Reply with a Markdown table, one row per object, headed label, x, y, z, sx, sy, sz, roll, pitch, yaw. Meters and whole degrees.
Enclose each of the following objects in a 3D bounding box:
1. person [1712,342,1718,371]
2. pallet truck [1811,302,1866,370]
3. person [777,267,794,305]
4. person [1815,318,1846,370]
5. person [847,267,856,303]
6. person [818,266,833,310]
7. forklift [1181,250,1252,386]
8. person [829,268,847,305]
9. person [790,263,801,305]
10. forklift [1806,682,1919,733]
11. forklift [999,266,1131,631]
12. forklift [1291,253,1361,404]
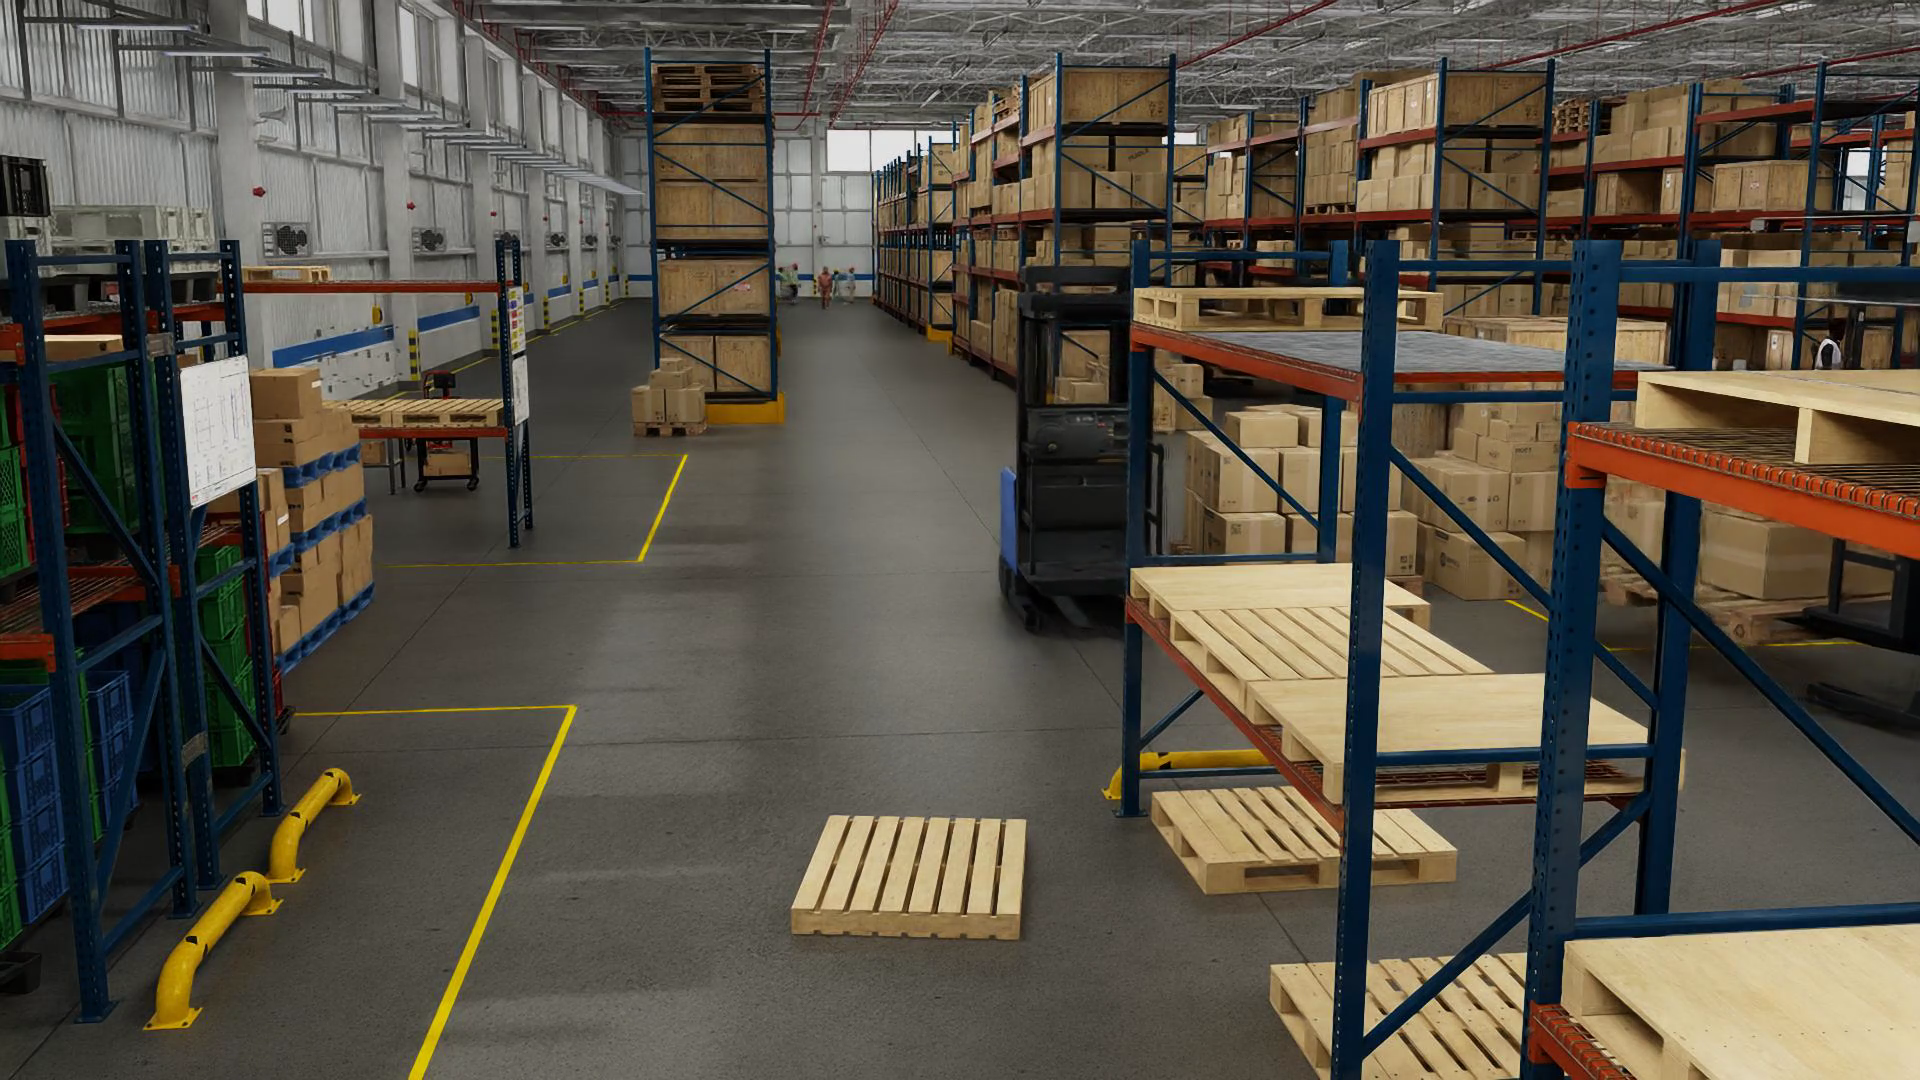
| label | x | y | z | sx | sy | sz | roll | pitch | yaw |
| --- | --- | --- | --- | --- | --- | --- | --- | --- | --- |
| person | 10.574 | -2.048 | 23.719 | 0.515 | 1.641 | 0.309 | -5 | 11 | -25 |
| pallet truck | 15.846 | -3.142 | 28.793 | 1.885 | 1.965 | 0.823 | 2 | 10 | 12 |
| person | -8.215 | -11.861 | 77.775 | 1.001 | 1.771 | 0.564 | 2 | 10 | 11 |
| person | 12.611 | -2.268 | 24.203 | 0.382 | 1.910 | 0.597 | 7 | 12 | 33 |
| person | -5.168 | -12.264 | 80.060 | 0.532 | 1.730 | 0.587 | -6 | 12 | -30 |
| person | -5.858 | -10.990 | 72.554 | 0.659 | 1.893 | 0.617 | -1 | 10 | -4 |
| forklift | 5.367 | -4.688 | 34.909 | 1.129 | 2.768 | 1.873 | -1 | 10 | -6 |
| person | -5.743 | -11.921 | 78.238 | 0.832 | 1.709 | 0.515 | 0 | 10 | -2 |
| person | -7.632 | -11.934 | 77.587 | 0.762 | 1.963 | 0.631 | 3 | 11 | 15 |
| forklift | 6.341 | -0.175 | 9.903 | 1.129 | 2.768 | 1.873 | -3 | 11 | -18 |
| forklift | 0.956 | -0.830 | 13.534 | 1.129 | 2.768 | 1.873 | -1 | 10 | -6 |
| forklift | 6.081 | -3.344 | 27.462 | 1.129 | 2.768 | 1.873 | 2 | 10 | 12 |
